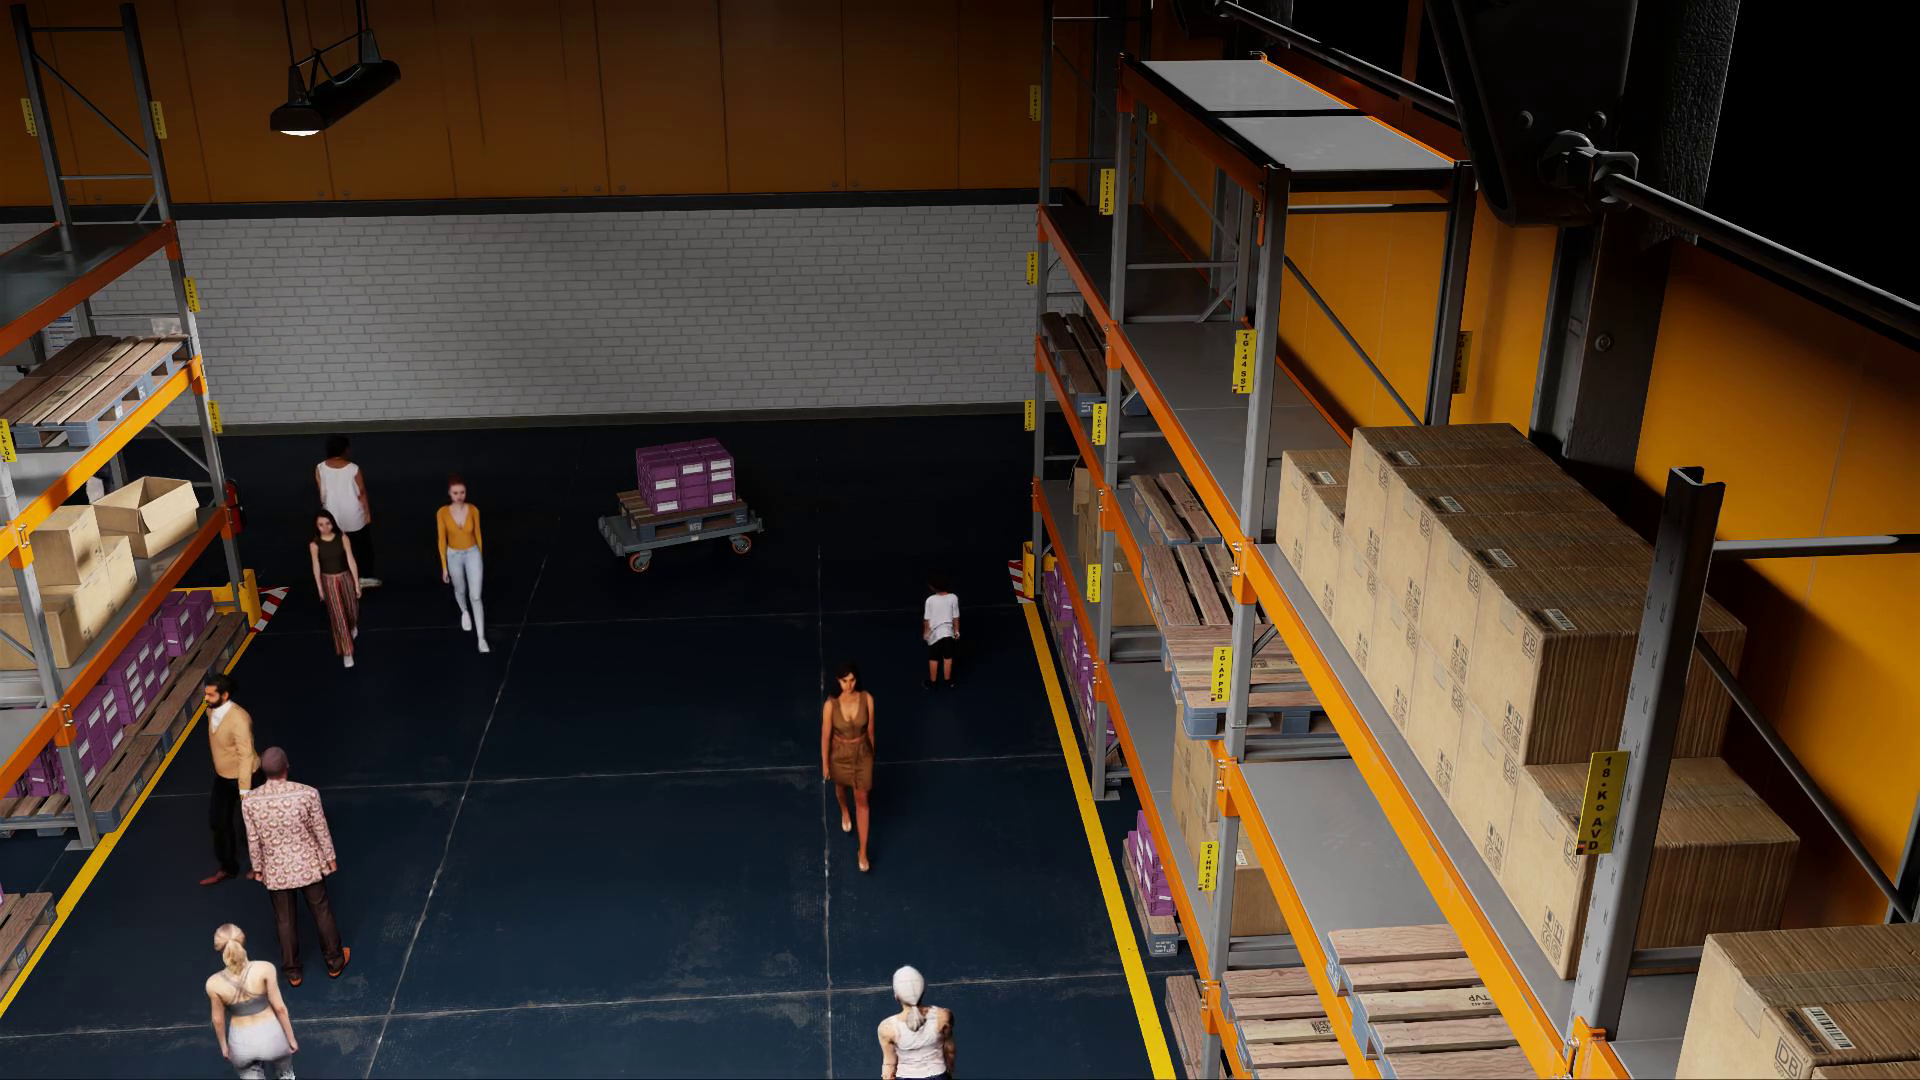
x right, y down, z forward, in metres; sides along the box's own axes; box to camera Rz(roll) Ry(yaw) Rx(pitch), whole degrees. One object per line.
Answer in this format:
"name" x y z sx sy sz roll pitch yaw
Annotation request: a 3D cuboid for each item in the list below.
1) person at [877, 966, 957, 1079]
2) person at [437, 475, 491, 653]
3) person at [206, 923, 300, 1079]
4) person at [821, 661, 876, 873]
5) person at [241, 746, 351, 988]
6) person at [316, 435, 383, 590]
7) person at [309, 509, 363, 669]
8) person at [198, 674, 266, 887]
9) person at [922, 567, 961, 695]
"person" -0.204 3.202 9.362 0.606 1.661 1.180 -1 24 -2
"person" -4.862 0.198 16.188 0.814 1.698 1.248 -9 25 -19
"person" -4.115 3.022 9.740 0.689 1.689 0.785 -9 25 -19
"person" -0.869 1.669 12.901 0.665 1.635 1.096 -5 24 -10
"person" -4.569 2.231 11.400 0.734 1.808 0.645 -6 24 -14
"person" -6.392 -0.293 17.327 0.724 1.685 0.680 0 24 0
"person" -5.957 0.395 15.935 0.761 1.539 1.105 -9 25 -20
"person" -5.374 1.761 12.557 0.926 1.742 0.995 16 28 32
"person" -0.174 0.820 15.320 0.526 1.253 0.522 -1 24 -3
